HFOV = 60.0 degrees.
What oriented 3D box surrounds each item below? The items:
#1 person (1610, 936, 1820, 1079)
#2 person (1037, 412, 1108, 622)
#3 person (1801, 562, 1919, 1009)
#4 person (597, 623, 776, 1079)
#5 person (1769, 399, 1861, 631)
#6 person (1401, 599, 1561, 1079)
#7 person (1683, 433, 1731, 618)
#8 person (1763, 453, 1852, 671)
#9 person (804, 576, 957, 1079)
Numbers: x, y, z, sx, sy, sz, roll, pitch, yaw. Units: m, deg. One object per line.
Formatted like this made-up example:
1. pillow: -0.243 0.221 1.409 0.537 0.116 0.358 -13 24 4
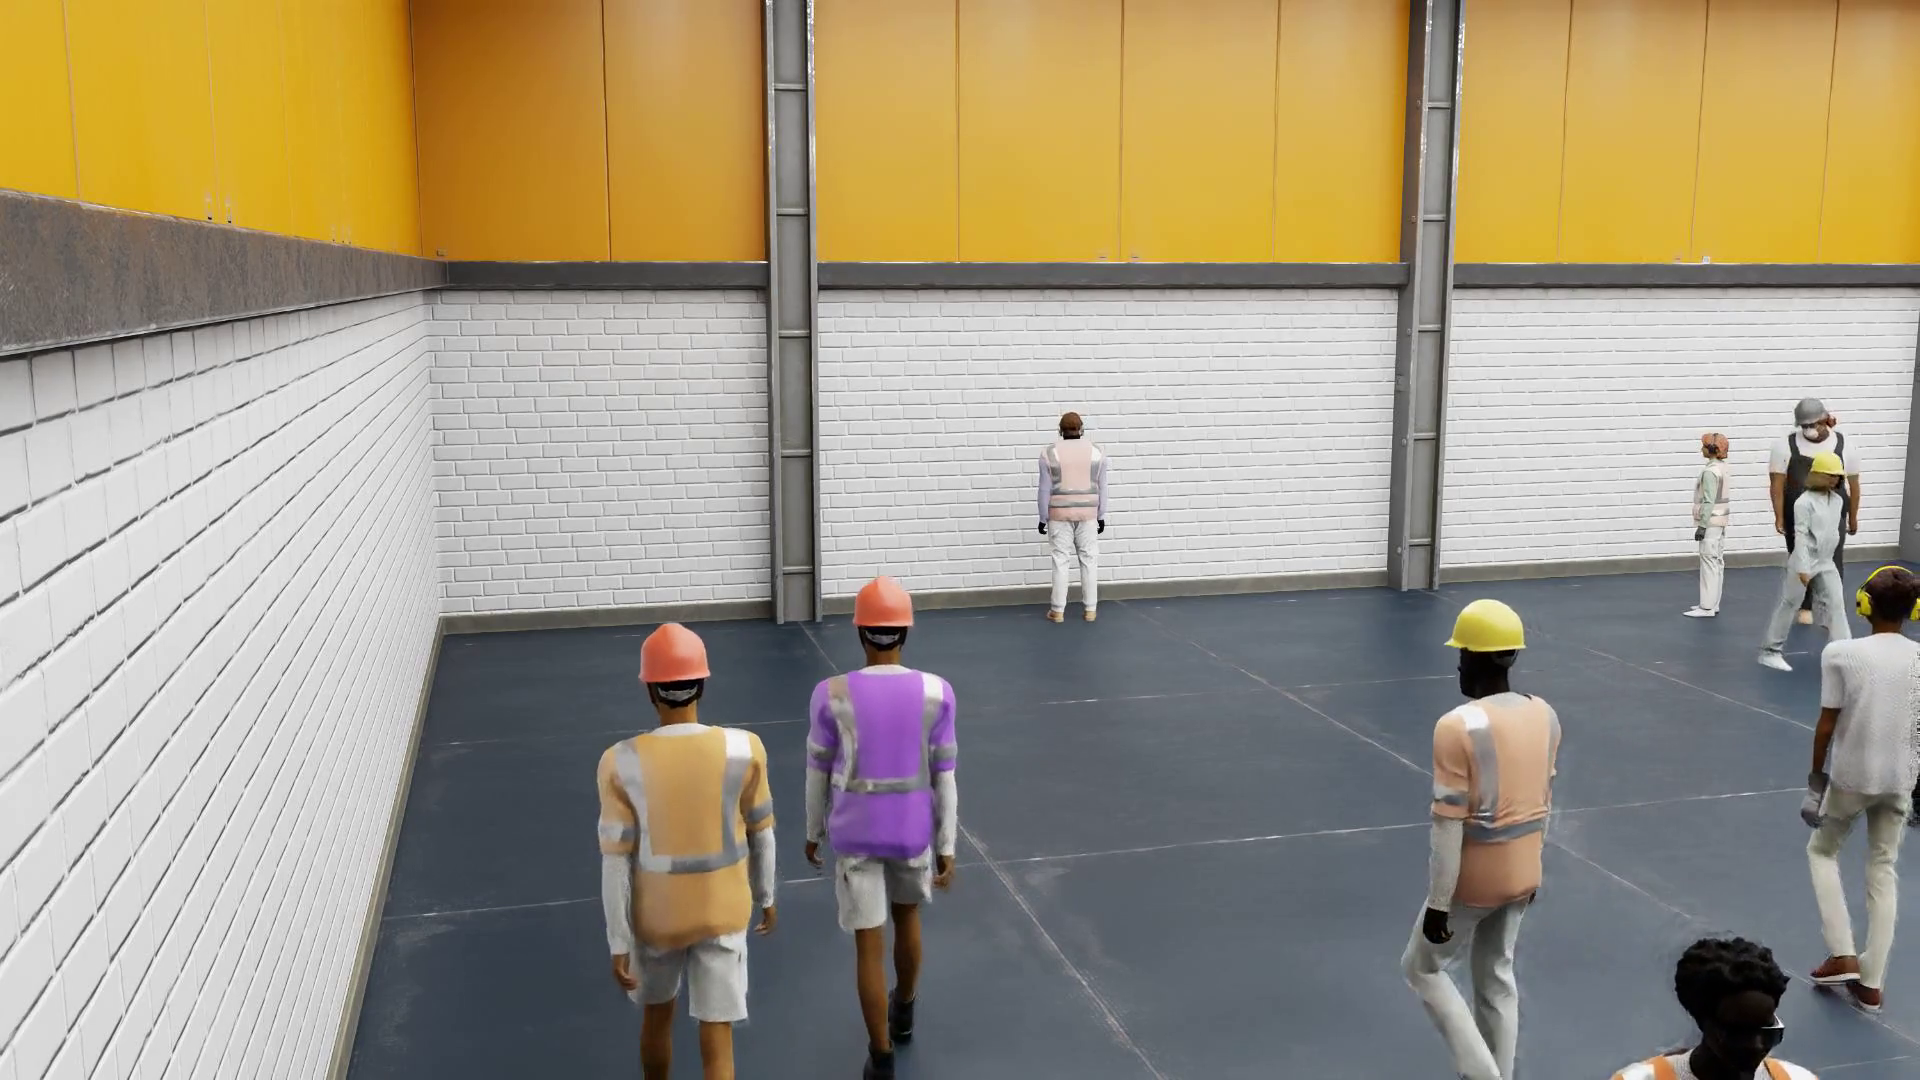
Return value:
1. person: 1.617 1.641 3.567 0.548 1.644 0.895 -1 9 -9
2. person: 0.973 -0.197 14.492 0.621 1.837 0.429 -1 9 -7
3. person: 3.768 1.011 6.897 0.550 1.851 0.439 2 9 9
4. person: -0.899 1.209 5.545 0.570 1.891 0.957 -1 9 -9
5. person: 7.255 -0.245 14.147 0.714 2.000 0.934 5 10 27
6. person: 1.811 1.155 5.811 0.619 1.909 0.418 -6 11 -33
7. person: 6.625 -0.130 14.682 0.307 1.641 0.512 7 11 35
8. person: 6.465 0.197 12.473 0.497 1.695 0.872 -3 10 -20
9. person: -0.321 1.077 6.337 0.547 1.907 0.842 -2 9 -14
